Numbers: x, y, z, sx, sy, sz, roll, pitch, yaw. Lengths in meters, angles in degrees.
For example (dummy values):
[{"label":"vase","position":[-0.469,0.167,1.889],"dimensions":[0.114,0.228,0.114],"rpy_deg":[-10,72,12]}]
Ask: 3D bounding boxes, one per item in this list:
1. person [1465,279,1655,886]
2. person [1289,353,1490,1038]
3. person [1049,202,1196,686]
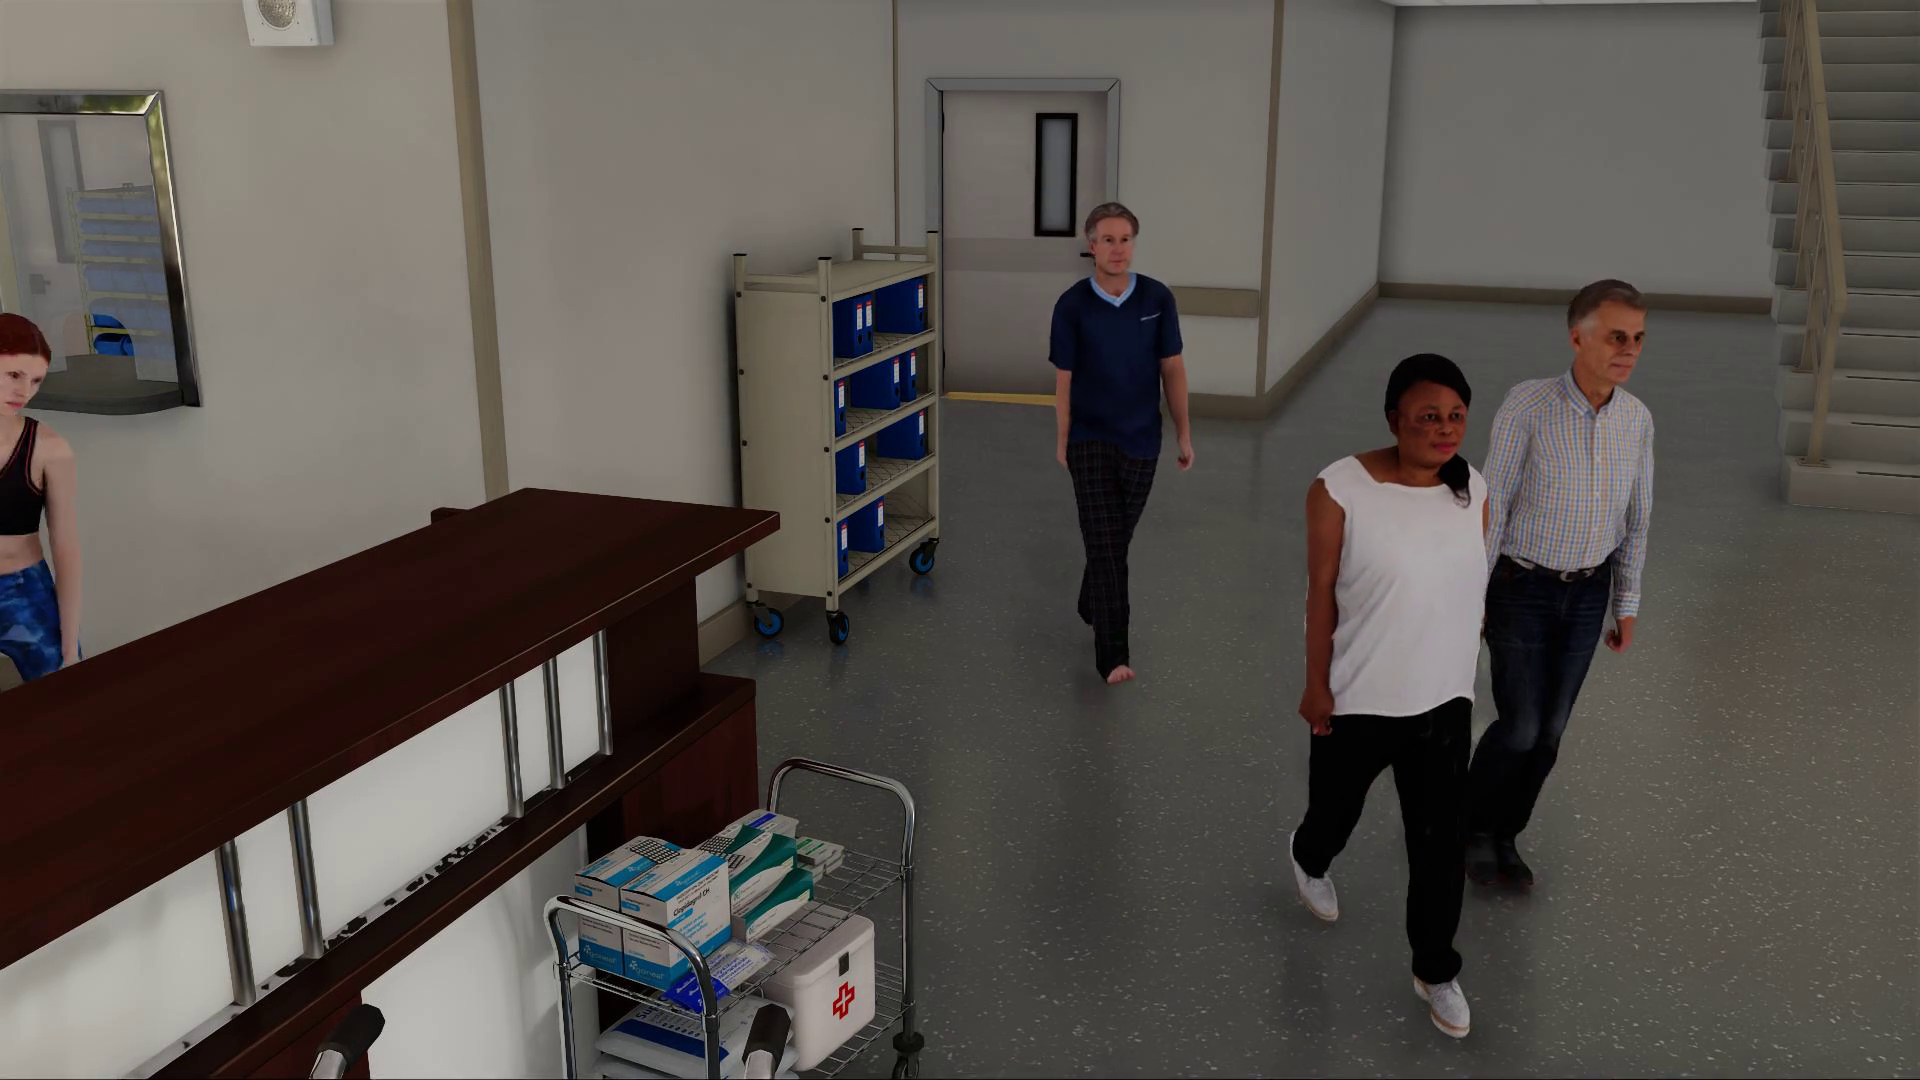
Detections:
[{"label":"person","position":[1.685,0.129,4.867],"dimensions":[0.786,1.794,0.801],"rpy_deg":[-2,16,-7]},{"label":"person","position":[1.100,0.351,4.343],"dimensions":[0.991,1.652,1.200],"rpy_deg":[-2,16,-8]},{"label":"person","position":[0.595,-0.379,6.626],"dimensions":[1.085,1.818,1.281],"rpy_deg":[-3,16,-12]}]
